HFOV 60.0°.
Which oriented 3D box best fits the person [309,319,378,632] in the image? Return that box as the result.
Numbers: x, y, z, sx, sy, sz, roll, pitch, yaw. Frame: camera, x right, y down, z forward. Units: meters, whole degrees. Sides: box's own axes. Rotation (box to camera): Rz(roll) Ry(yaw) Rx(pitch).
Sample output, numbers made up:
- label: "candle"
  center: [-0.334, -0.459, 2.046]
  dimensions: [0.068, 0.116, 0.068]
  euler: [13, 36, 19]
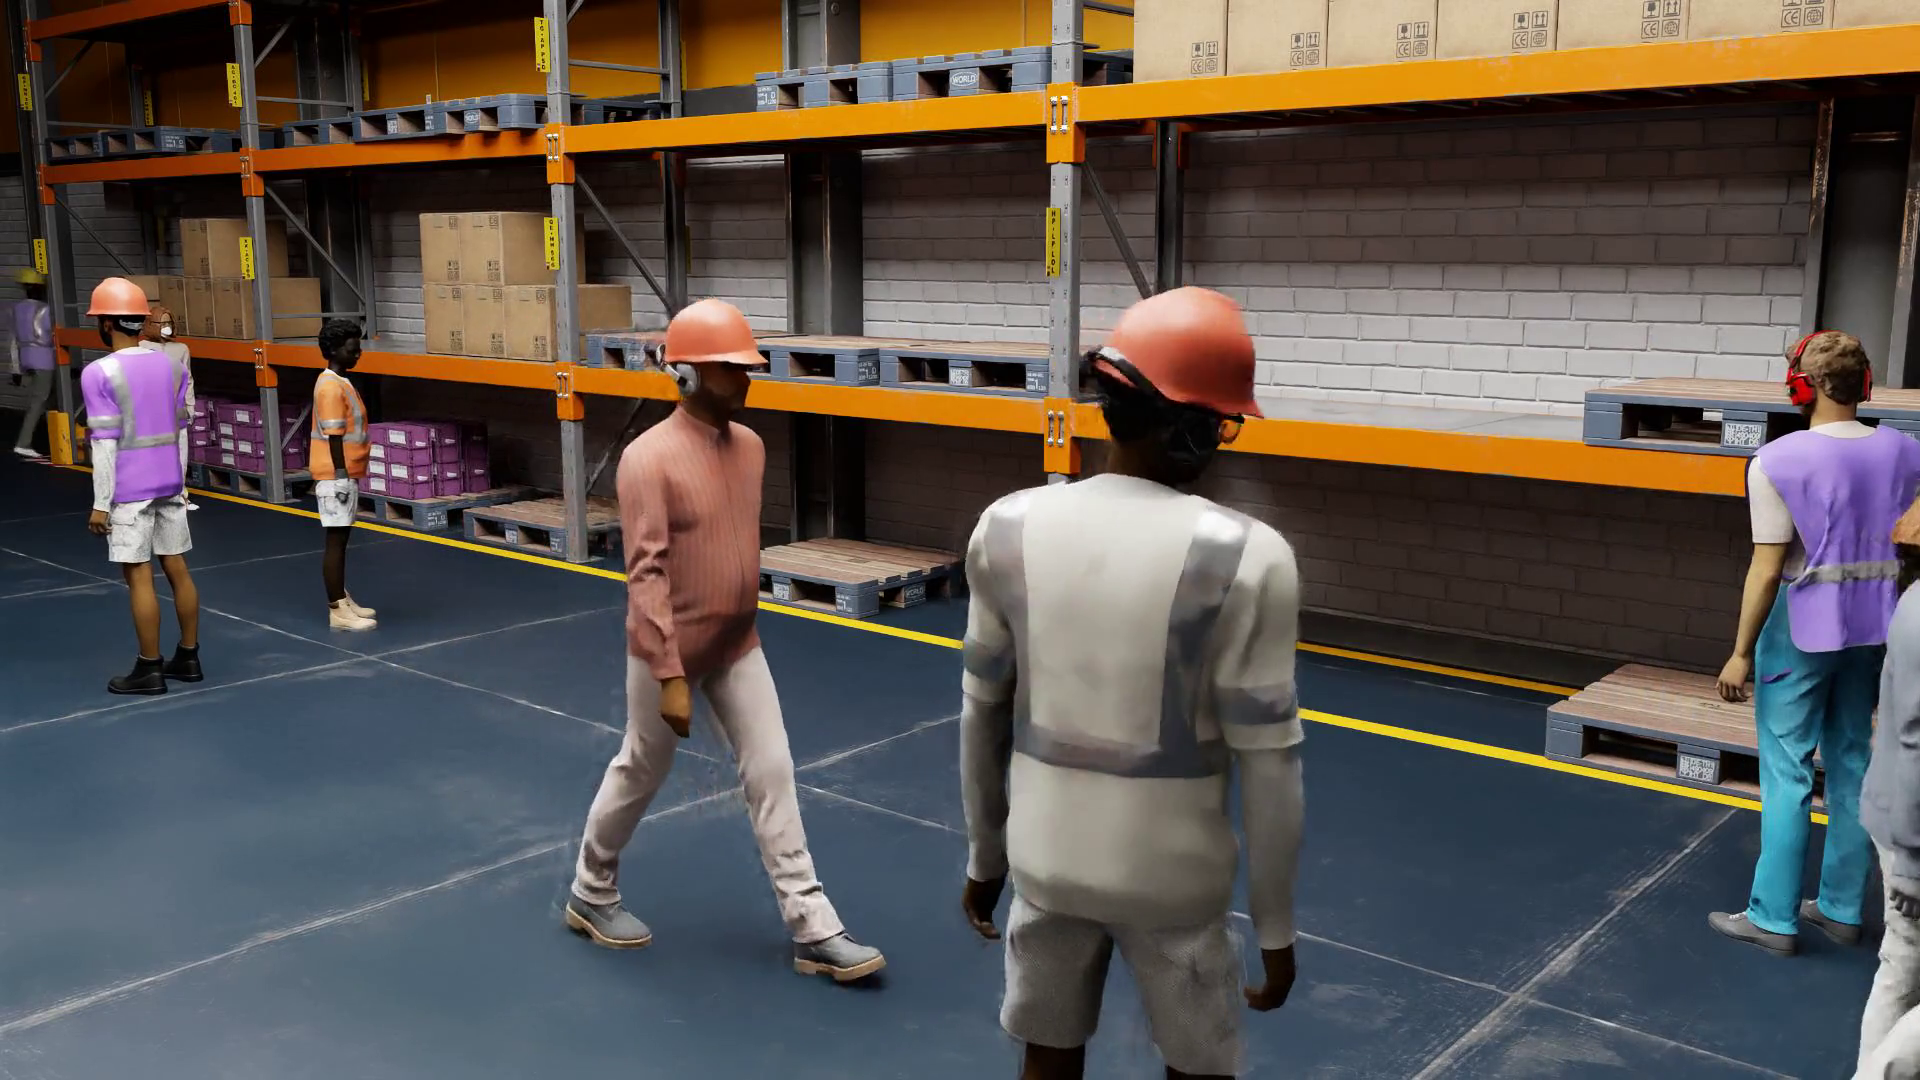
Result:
- label: "person"
  center: [-3.377, -0.351, 9.086]
  dimensions: [0.319, 1.686, 0.536]
  euler: [-3, 10, -16]

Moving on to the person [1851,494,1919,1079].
- label: "person"
  center: [2.123, 0.639, 3.595]
  dimensions: [0.331, 1.620, 0.532]
  euler: [6, 12, 32]

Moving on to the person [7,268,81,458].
- label: "person"
  center: [-9.194, -1.772, 16.640]
  dimensions: [0.595, 1.884, 0.954]
  euler: [5, 11, 25]

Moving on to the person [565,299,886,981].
- label: "person"
  center: [-0.745, 0.288, 4.753]
  dimensions: [1.070, 1.938, 0.641]
  euler: [6, 12, 31]

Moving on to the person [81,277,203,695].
- label: "person"
  center: [-3.833, -0.242, 7.750]
  dimensions: [0.371, 1.939, 0.543]
  euler: [4, 11, 21]

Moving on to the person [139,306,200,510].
- label: "person"
  center: [-6.233, -1.013, 13.040]
  dimensions: [0.282, 1.625, 0.492]
  euler: [7, 12, 36]

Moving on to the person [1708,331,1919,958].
- label: "person"
  center: [2.511, 0.315, 4.864]
  dimensions: [0.563, 1.837, 0.389]
  euler: [-3, 10, -15]

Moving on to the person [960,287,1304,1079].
- label: "person"
  center: [0.280, 0.585, 2.913]
  dimensions: [0.645, 2.014, 0.500]
  euler: [5, 11, 28]
